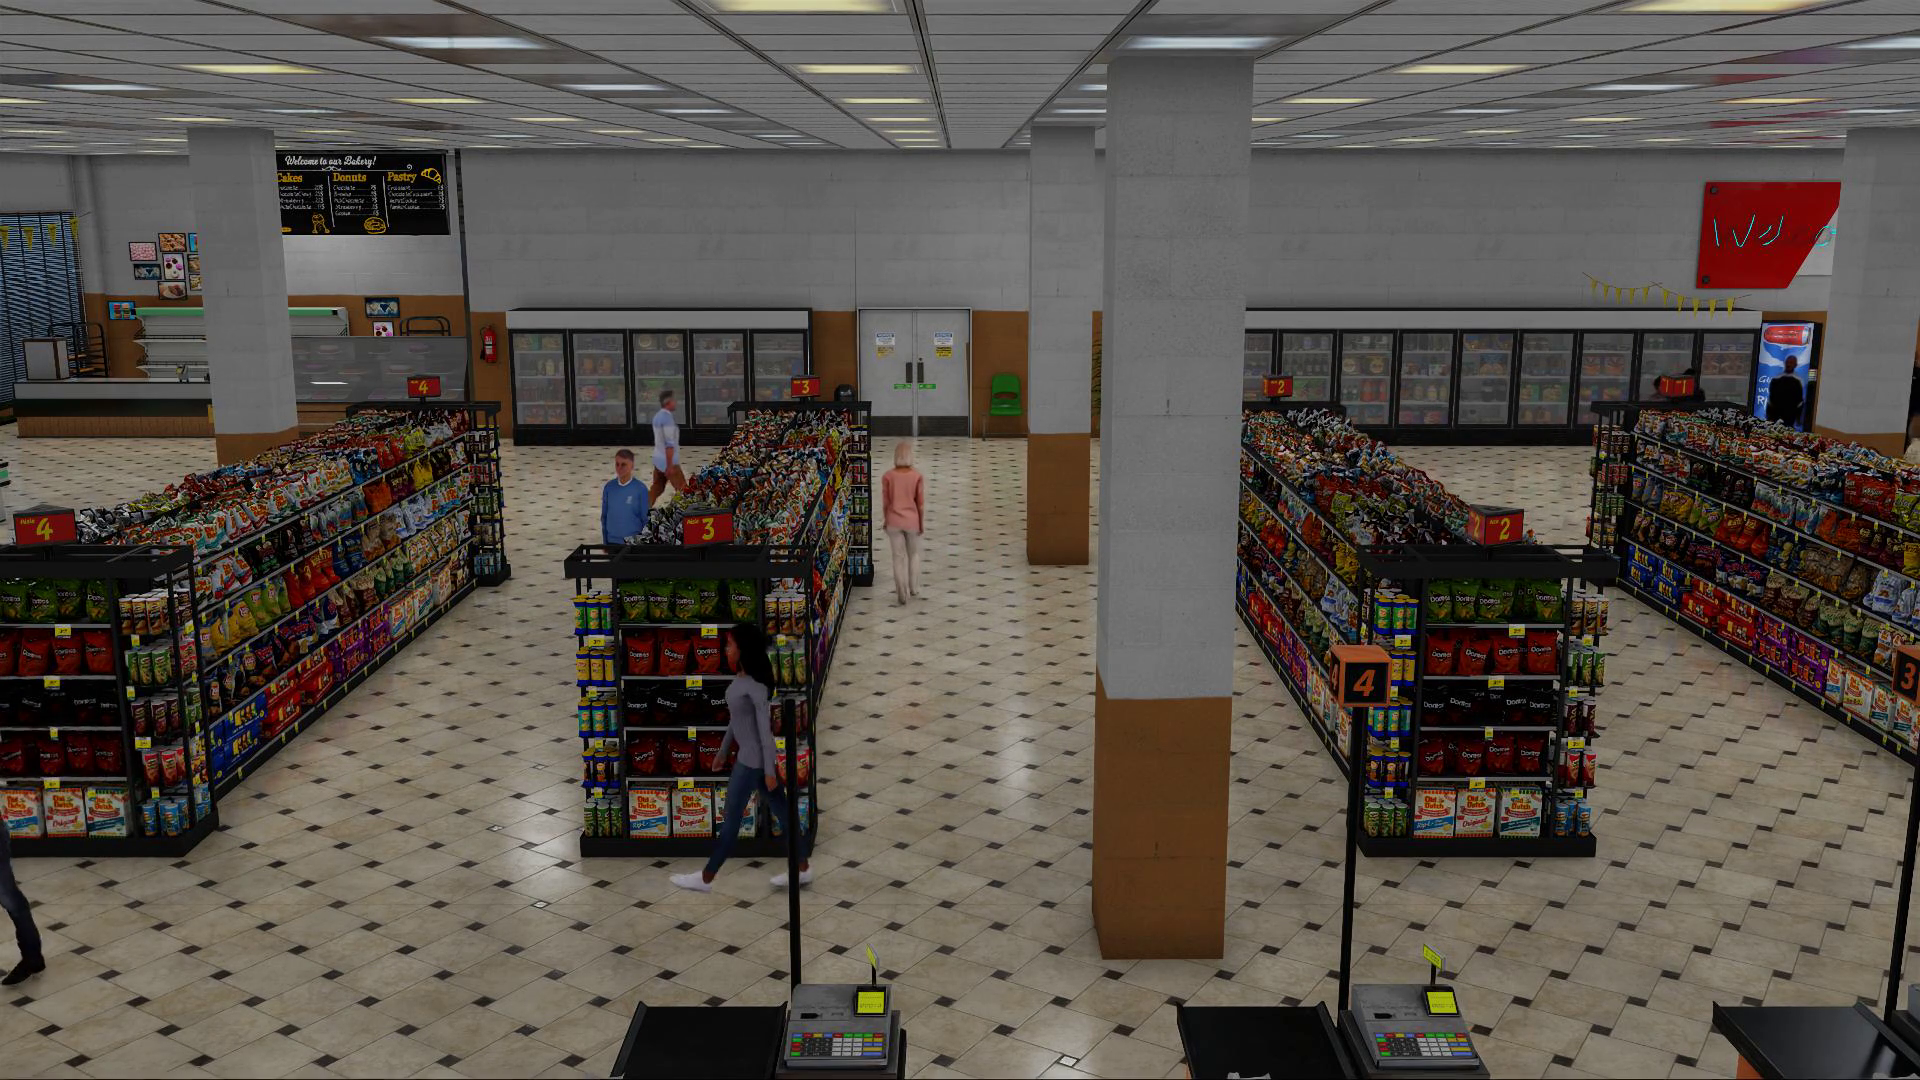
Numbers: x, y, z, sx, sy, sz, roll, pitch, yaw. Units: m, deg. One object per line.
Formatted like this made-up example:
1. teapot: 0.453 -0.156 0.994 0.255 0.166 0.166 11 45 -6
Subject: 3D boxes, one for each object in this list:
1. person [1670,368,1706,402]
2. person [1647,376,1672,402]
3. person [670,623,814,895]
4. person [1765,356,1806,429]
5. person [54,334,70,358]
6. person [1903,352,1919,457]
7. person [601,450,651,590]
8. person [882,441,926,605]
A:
1. person: 10.274 -1.493 23.682 1.244 1.773 1.296 -8 14 -33
2. person: 10.045 -1.520 24.011 0.713 1.690 1.012 -2 12 -9
3. person: -1.154 1.366 10.293 0.851 1.696 1.113 -3 12 -15
4. person: 12.836 -1.964 25.850 1.091 1.802 1.054 -11 16 -41
5. person: -16.383 -2.893 30.407 0.669 1.743 0.507 -2 12 -10
6. person: 15.141 -2.127 26.613 0.998 1.807 0.982 -7 14 -29
7. person: -3.313 -0.012 16.544 0.693 1.817 0.635 2 12 11
8. person: -0.603 -0.164 17.527 0.631 1.709 0.693 -2 12 -7
